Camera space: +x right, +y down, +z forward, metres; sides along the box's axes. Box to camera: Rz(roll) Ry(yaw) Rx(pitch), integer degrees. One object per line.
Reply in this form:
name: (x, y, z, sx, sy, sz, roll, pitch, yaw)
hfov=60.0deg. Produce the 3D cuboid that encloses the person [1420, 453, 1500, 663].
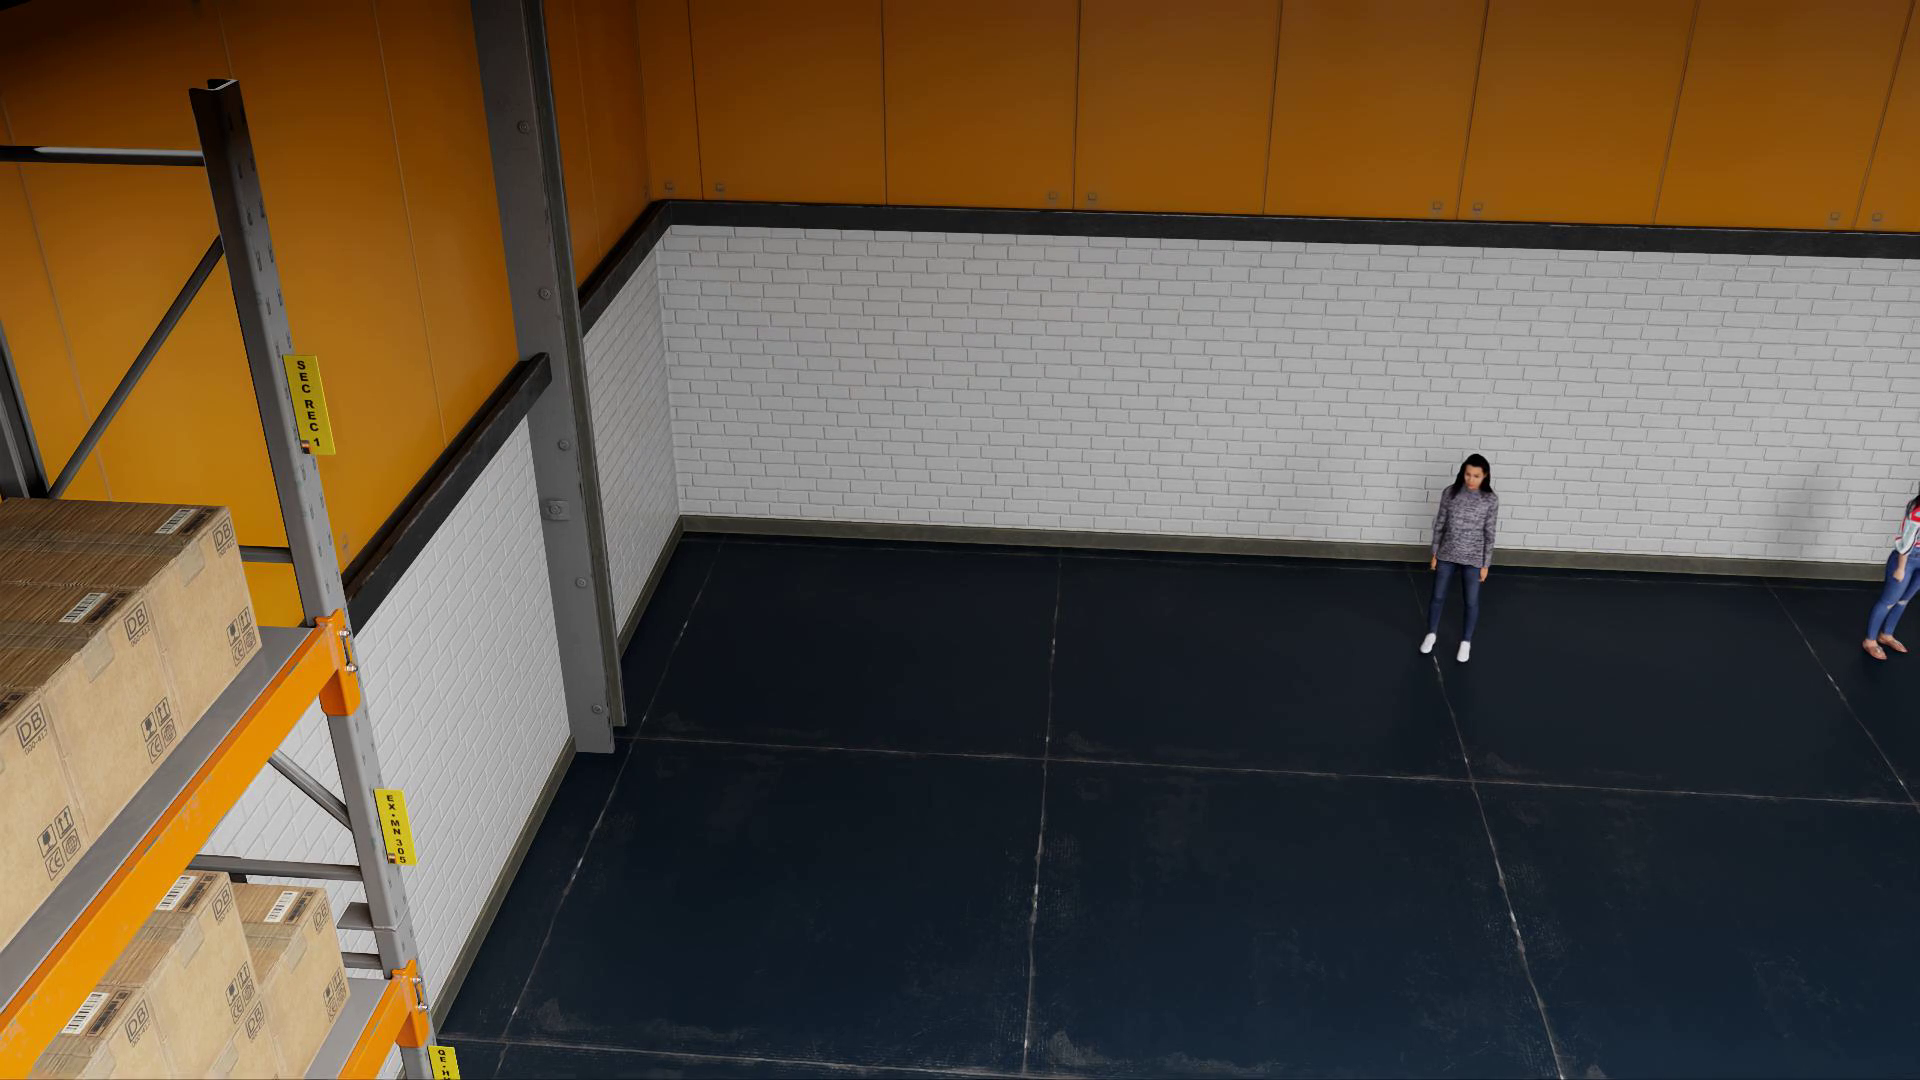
person: (3.859, 0.115, 12.783, 0.675, 1.730, 0.643, 13, 31, 22)

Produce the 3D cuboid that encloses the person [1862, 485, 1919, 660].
person: (7.339, 0.148, 12.844, 0.659, 1.614, 0.663, -12, 31, -22)
